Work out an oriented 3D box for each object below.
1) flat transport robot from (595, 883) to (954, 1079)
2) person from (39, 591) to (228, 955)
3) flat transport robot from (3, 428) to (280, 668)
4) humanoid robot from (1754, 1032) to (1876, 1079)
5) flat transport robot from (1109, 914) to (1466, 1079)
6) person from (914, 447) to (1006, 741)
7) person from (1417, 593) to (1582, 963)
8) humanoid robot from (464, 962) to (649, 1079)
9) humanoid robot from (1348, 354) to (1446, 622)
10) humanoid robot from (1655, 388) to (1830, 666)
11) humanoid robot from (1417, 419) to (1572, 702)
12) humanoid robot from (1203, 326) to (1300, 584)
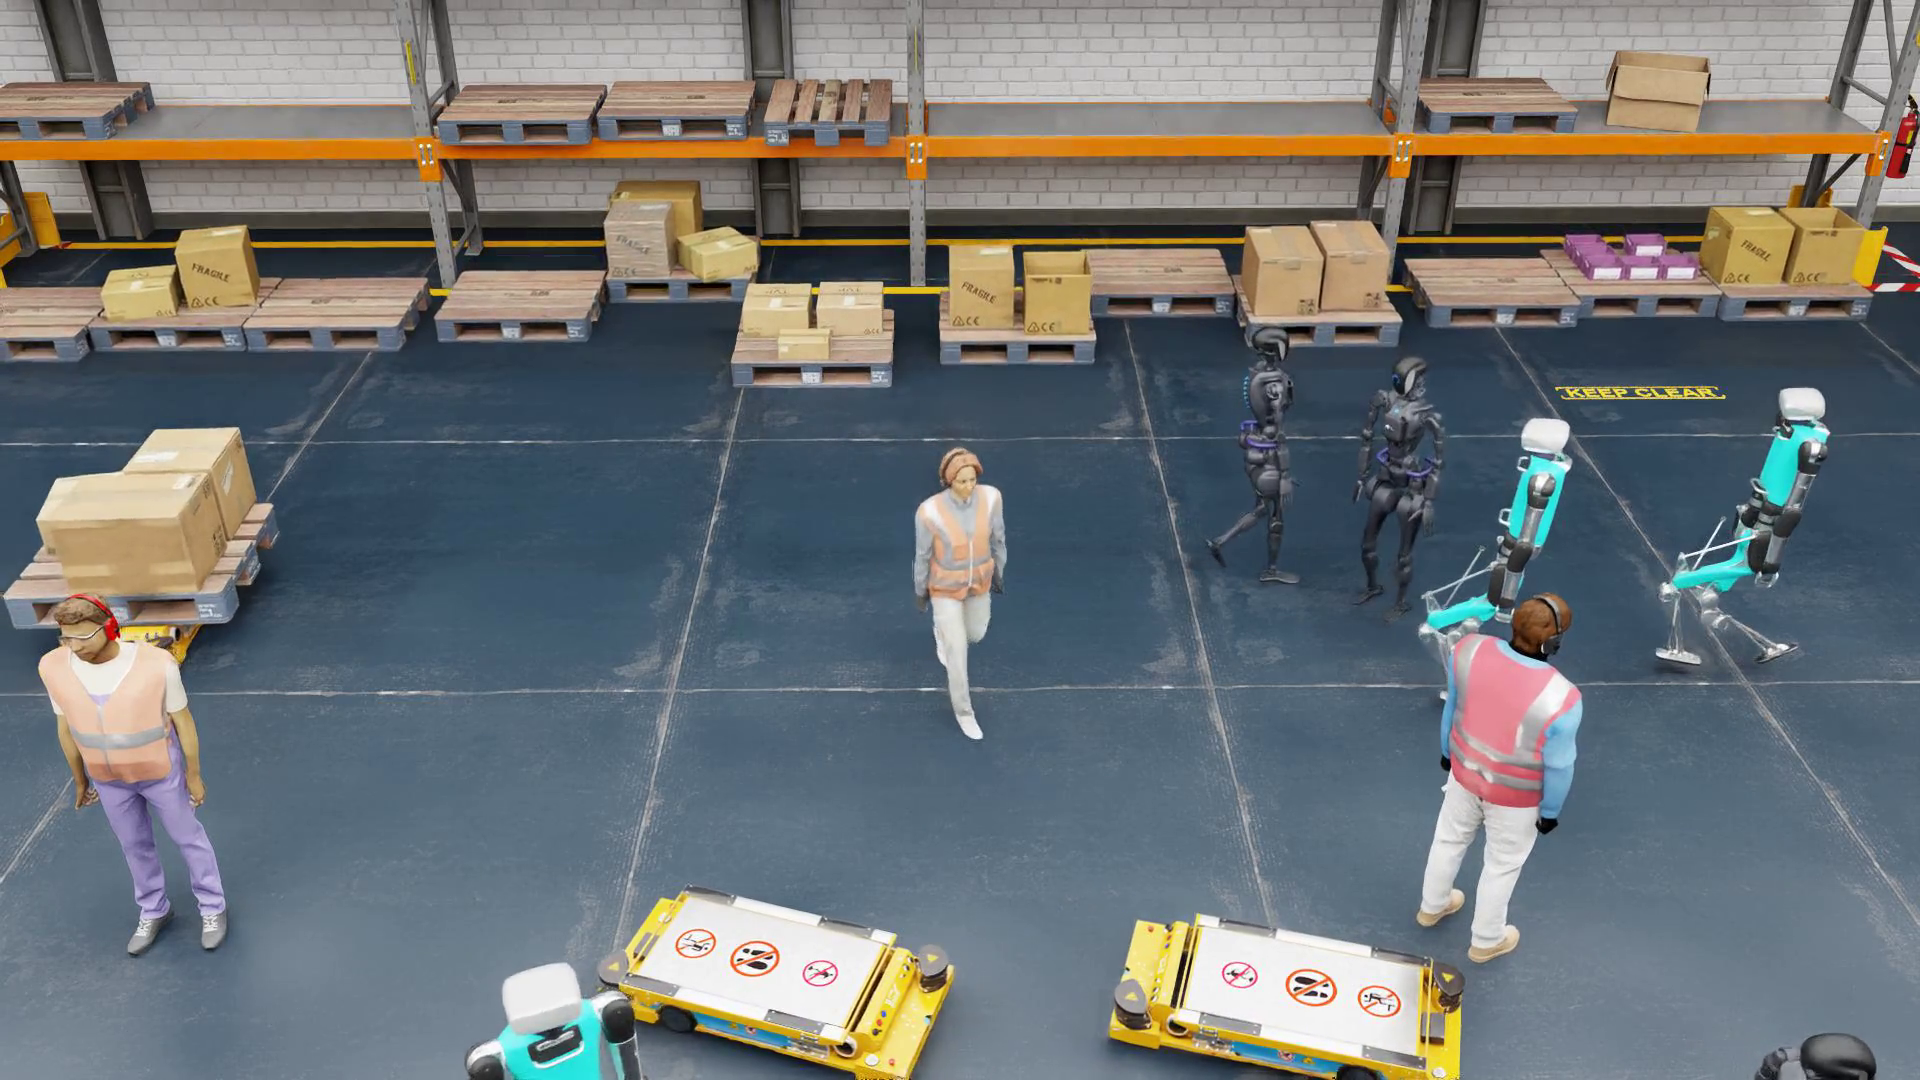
[{"bbox_3d":[-0.805,1.912,7.228,1.431,0.231,0.659,10,32,16],"label":"flat transport robot"},{"bbox_3d":[-3.561,1.000,7.215,0.564,1.845,0.388,-2,31,-3],"label":"person"},{"bbox_3d":[-4.759,0.339,9.847,0.659,0.231,1.431,-2,31,-3],"label":"flat transport robot"},{"bbox_3d":[2.629,2.181,5.440,0.606,1.631,0.590,-2,31,-3],"label":"humanoid robot"},{"bbox_3d":[1.406,1.981,7.113,1.431,0.231,0.659,8,32,13],"label":"flat transport robot"},{"bbox_3d":[-0.024,0.204,8.765,0.520,1.615,0.710,-15,34,-24],"label":"person"},{"bbox_3d":[2.345,1.021,7.200,0.431,1.835,0.628,-23,38,-33],"label":"person"},{"bbox_3d":[-1.090,2.228,5.288,0.598,1.781,0.863,-17,35,-25],"label":"humanoid robot"},{"bbox_3d":[2.524,-0.295,9.537,0.318,1.655,0.591,-22,37,-32],"label":"humanoid robot"},{"bbox_3d":[4.194,-0.014,9.001,1.008,1.732,0.558,5,31,8],"label":"humanoid robot"},{"bbox_3d":[2.711,0.210,8.736,0.716,1.896,0.548,12,33,19],"label":"humanoid robot"},{"bbox_3d":[1.787,-0.495,9.877,0.576,1.650,0.602,-2,31,-3],"label":"humanoid robot"}]
